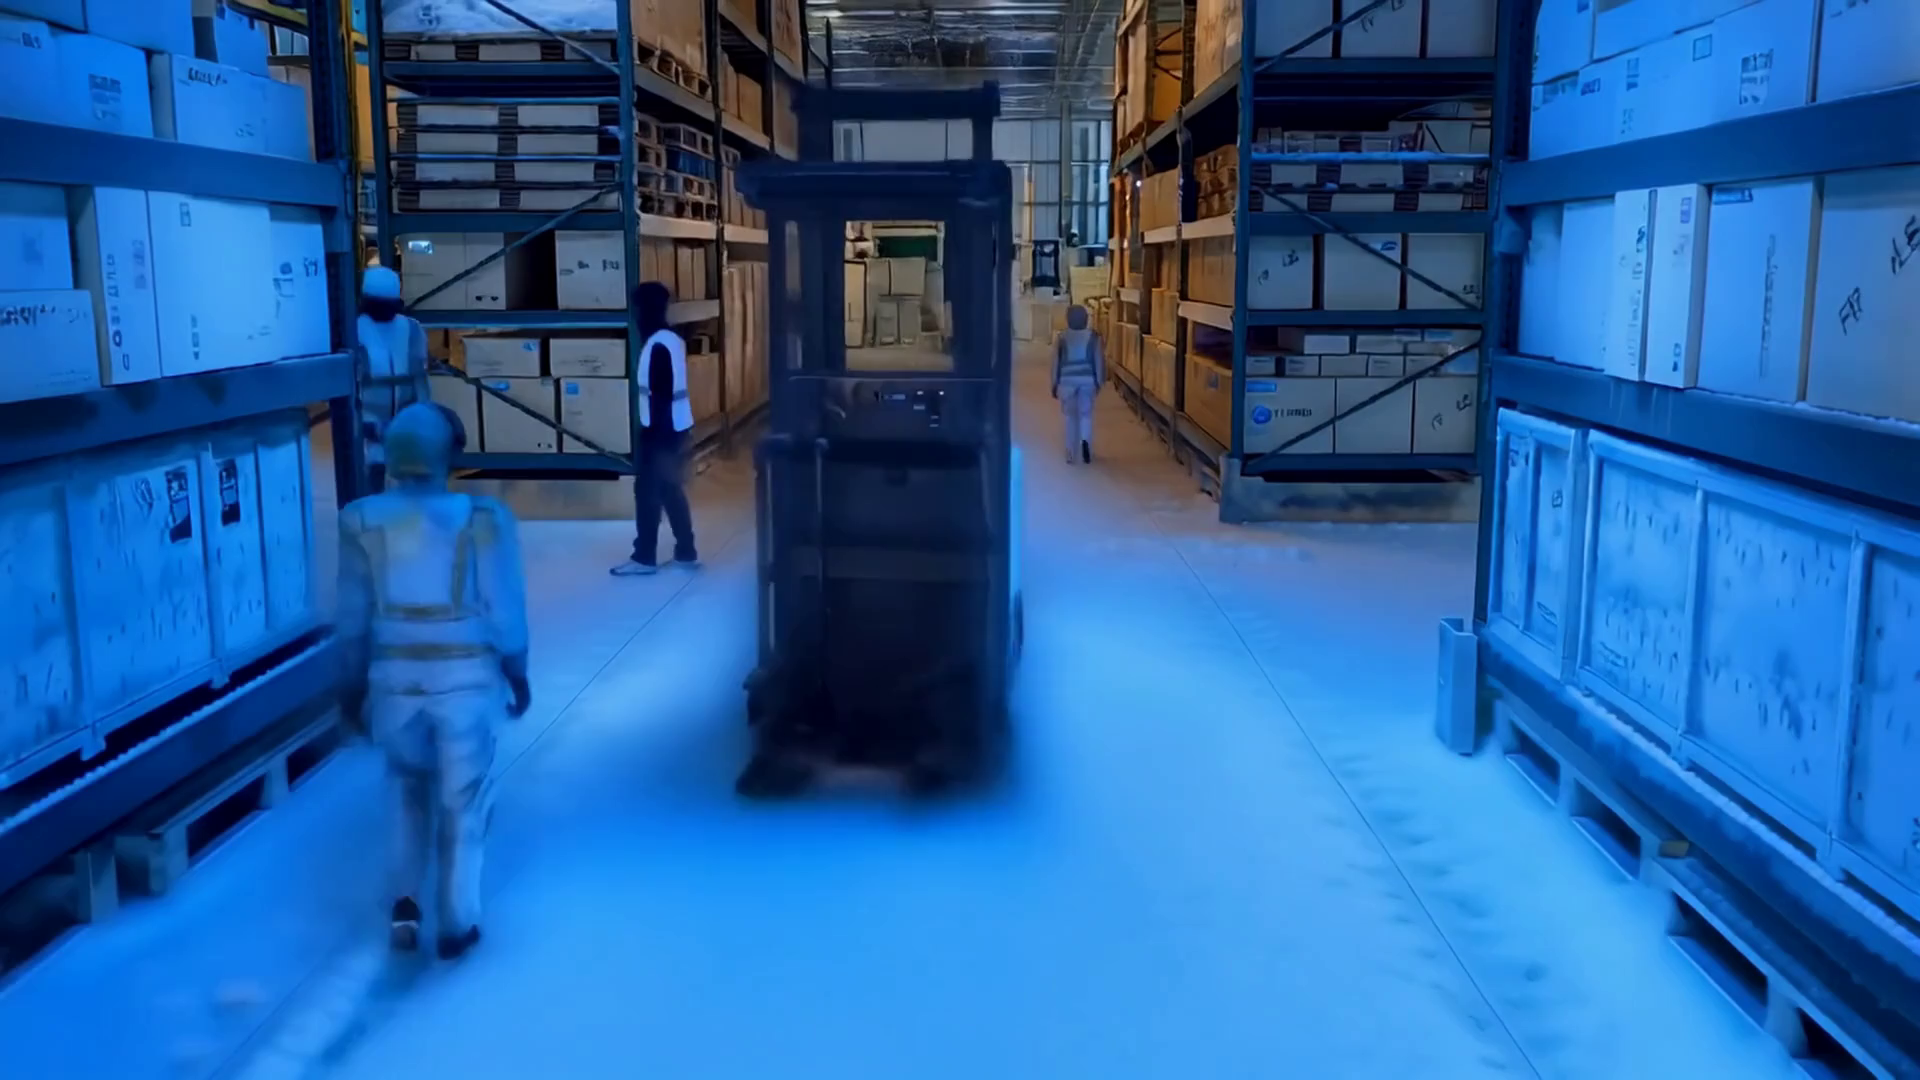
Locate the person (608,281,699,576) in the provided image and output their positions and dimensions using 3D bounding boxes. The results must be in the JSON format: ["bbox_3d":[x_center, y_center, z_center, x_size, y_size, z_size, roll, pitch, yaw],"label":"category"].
[{"bbox_3d":[-1.992,-0.715,10.771,0.571,1.902,0.628,-1,10,-7],"label":"person"}]

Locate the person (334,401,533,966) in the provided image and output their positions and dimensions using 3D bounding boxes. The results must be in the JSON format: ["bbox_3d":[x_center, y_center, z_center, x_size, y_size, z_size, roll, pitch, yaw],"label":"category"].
[{"bbox_3d":[-1.510,0.414,4.813,0.533,1.625,0.374,0,9,-1],"label":"person"}]

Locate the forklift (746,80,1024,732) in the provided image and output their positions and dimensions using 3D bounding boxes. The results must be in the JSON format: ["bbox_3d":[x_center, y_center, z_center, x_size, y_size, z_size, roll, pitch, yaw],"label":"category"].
[{"bbox_3d":[-0.281,-0.705,7.785,1.129,2.768,1.873,1,10,5],"label":"forklift"}]

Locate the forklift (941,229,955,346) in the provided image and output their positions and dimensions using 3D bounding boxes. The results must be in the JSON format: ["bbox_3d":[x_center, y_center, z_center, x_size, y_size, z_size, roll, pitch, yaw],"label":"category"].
[{"bbox_3d":[0.124,-6.117,40.203,1.129,2.768,1.873,0,9,1],"label":"forklift"}]

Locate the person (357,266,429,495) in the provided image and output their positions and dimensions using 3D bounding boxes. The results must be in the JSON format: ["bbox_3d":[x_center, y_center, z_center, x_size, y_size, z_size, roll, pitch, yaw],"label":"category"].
[{"bbox_3d":[-3.838,-0.841,11.255,0.625,1.988,1.034,-7,12,-35],"label":"person"}]

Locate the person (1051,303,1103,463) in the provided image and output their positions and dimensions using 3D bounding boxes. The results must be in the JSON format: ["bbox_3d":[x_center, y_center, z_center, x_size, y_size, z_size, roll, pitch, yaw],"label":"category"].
[{"bbox_3d":[1.169,-1.555,16.632,0.524,1.626,0.573,0,9,2],"label":"person"}]

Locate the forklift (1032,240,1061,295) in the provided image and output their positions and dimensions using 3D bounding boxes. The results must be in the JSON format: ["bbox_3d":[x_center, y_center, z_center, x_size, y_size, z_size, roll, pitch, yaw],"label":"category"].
[{"bbox_3d":[3.172,-9.648,61.356,1.129,2.768,1.873,0,9,1],"label":"forklift"}]
